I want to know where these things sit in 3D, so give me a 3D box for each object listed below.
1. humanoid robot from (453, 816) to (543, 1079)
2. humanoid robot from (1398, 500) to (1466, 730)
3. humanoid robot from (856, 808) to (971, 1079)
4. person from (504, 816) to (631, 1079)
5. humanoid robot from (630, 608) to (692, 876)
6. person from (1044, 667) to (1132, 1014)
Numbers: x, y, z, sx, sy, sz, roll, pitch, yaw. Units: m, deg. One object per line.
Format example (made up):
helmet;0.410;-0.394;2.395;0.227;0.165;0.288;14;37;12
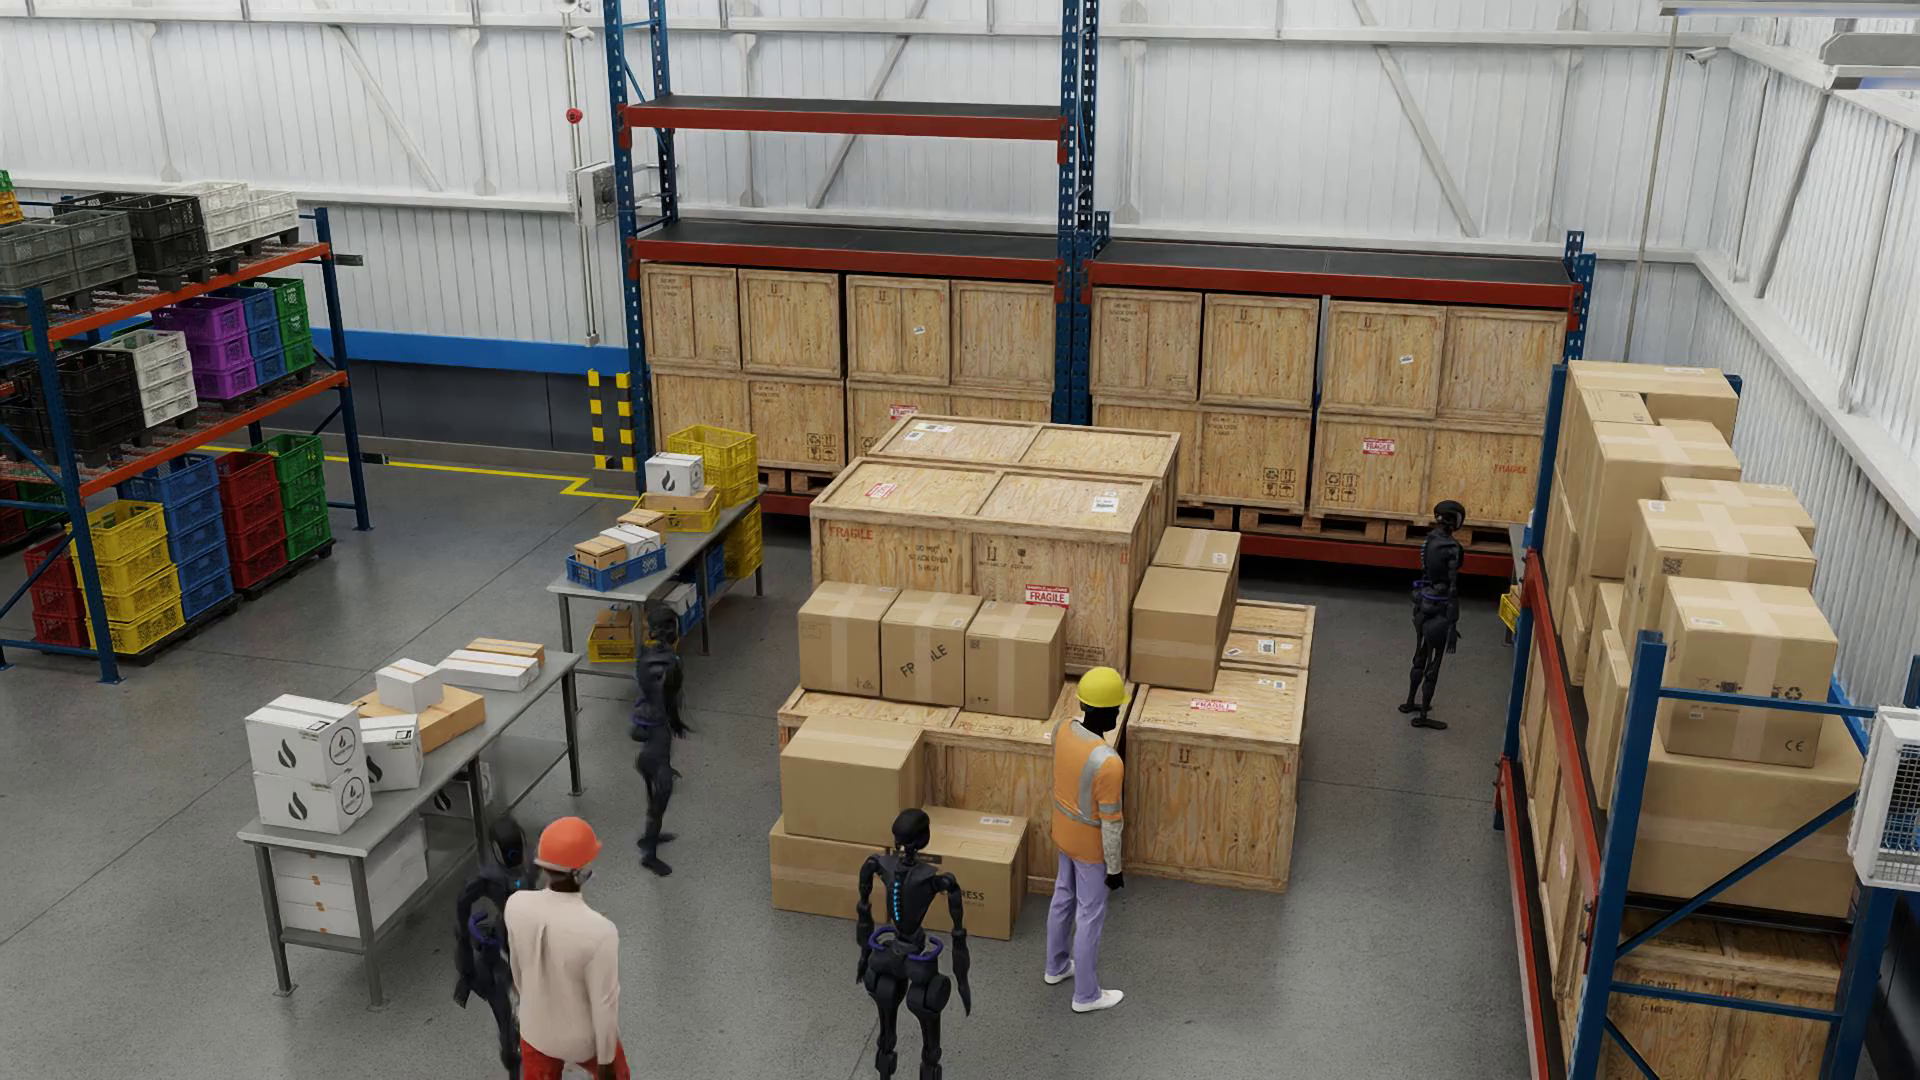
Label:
humanoid robot;-2.165;1.963;8.014;0.584;1.615;0.612;-17;27;-37
humanoid robot;3.361;0.503;11.737;0.315;1.657;0.610;-2;21;-4
humanoid robot;-0.236;2.009;7.806;0.590;1.652;0.308;9;23;23
person;-1.715;2.104;7.232;0.635;1.933;1.061;9;23;23
humanoid robot;-1.814;1.195;9.950;0.364;1.641;0.739;-1;21;-3
person;0.681;1.549;8.690;0.405;1.918;0.582;-11;23;-26
